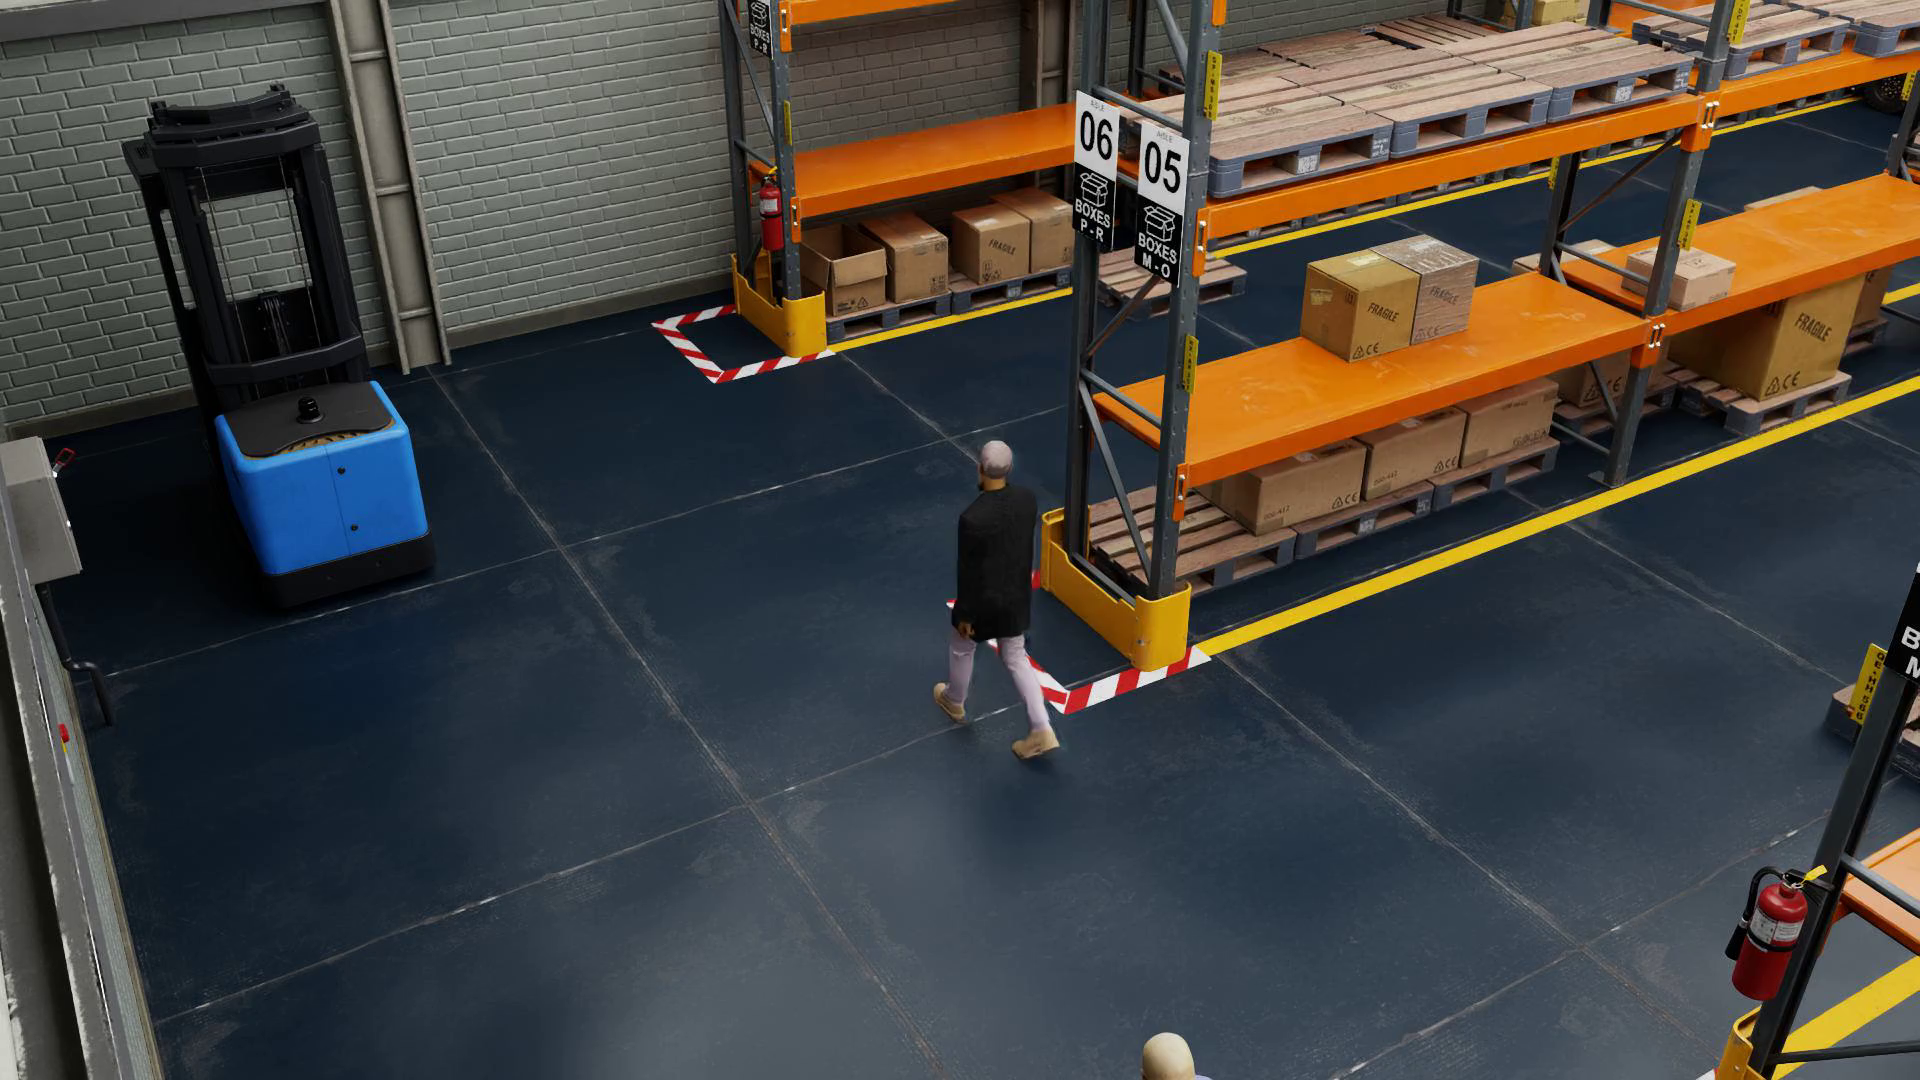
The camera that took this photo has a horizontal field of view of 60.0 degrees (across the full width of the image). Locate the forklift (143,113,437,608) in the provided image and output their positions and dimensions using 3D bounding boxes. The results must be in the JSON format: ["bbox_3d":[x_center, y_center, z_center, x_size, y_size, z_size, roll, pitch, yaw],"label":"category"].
[{"bbox_3d":[-4.289,-1.259,10.509,1.129,2.768,1.873,-17,36,-26],"label":"forklift"}]

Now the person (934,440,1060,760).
[{"bbox_3d":[0.224,0.320,8.962,0.544,1.812,0.921,-22,38,-32],"label":"person"}]

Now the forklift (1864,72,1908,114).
[{"bbox_3d":[11.468,-5.645,18.244,1.214,2.155,2.313,-17,36,-26],"label":"forklift"}]

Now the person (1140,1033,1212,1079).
[{"bbox_3d":[0.646,2.337,5.708,0.589,1.799,0.395,-13,34,-20],"label":"person"}]
